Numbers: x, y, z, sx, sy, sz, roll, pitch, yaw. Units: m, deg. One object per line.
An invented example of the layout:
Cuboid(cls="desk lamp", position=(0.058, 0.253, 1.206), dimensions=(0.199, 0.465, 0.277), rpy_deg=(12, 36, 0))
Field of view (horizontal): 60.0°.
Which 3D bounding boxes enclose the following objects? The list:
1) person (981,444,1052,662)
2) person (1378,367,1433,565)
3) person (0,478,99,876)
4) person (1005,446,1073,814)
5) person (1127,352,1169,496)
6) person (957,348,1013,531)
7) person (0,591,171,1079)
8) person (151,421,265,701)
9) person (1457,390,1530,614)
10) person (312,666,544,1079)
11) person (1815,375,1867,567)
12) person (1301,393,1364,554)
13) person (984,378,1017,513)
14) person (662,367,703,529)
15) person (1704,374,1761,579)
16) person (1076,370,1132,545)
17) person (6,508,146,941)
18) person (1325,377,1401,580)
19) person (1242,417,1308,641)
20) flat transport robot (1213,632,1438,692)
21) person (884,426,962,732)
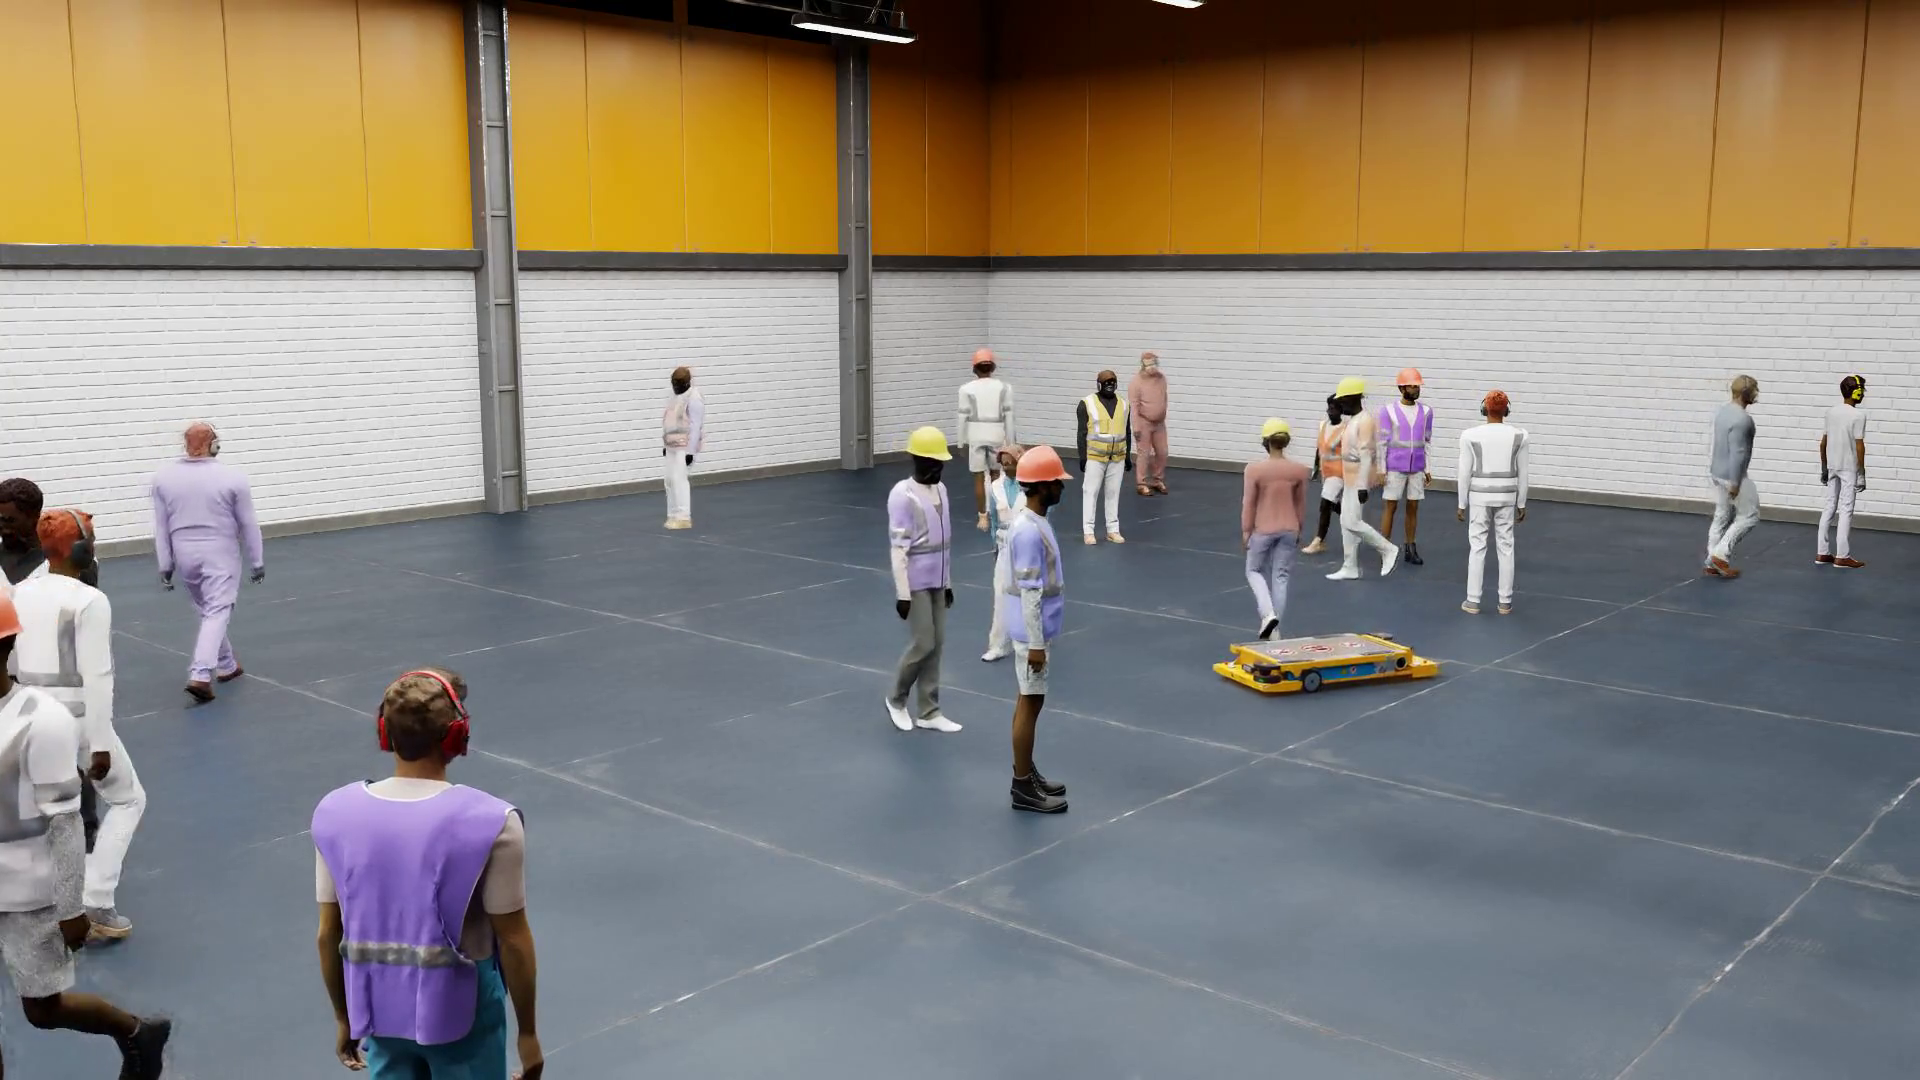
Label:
Cuboid(cls="person", position=(0.467, 0.076, 12.395), dimensions=(0.547, 1.601, 0.853), rpy_deg=(5, 10, 27))
Cuboid(cls="person", position=(4.358, -0.717, 16.269), dimensions=(0.551, 1.941, 0.342), rpy_deg=(-1, 9, -7))
Cuboid(cls="person", position=(-4.290, 0.652, 7.769), dimensions=(0.590, 1.913, 0.398), rpy_deg=(0, 9, 1))
Cuboid(cls="person", position=(0.420, 0.468, 8.835), dimensions=(0.355, 1.939, 0.552), rpy_deg=(1, 9, 3))
Cuboid(cls="person", position=(2.411, -1.479, 21.302), dimensions=(0.688, 1.864, 0.484), rpy_deg=(-6, 11, -34))
Cuboid(cls="person", position=(0.269, -1.112, 18.477), dimensions=(0.630, 2.025, 0.498), rpy_deg=(-2, 9, -10))
Cuboid(cls="person", position=(-2.941, 1.054, 5.247), dimensions=(0.548, 1.916, 0.796), rpy_deg=(3, 10, 18))
Cuboid(cls="person", position=(-5.079, 0.124, 11.248), dimensions=(0.657, 1.865, 0.980), rpy_deg=(0, 9, 1))
Cuboid(cls="person", position=(4.452, -0.313, 13.923), dimensions=(0.575, 1.882, 0.355), rpy_deg=(1, 9, 7))
Cuboid(cls="person", position=(-1.362, 1.243, 4.272), dimensions=(0.580, 1.842, 0.375), rpy_deg=(2, 9, 10))
Cuboid(cls="person", position=(8.615, -0.669, 16.198), dimensions=(0.311, 1.869, 0.534), rpy_deg=(-3, 9, -16))
Cuboid(cls="person", position=(3.869, -0.677, 16.886), dimensions=(0.742, 1.658, 0.569), rpy_deg=(-3, 9, -17))
Cuboid(cls="person", position=(0.411, -1.103, 19.679), dimensions=(0.532, 1.624, 0.435), rpy_deg=(0, 9, -1))
Cuboid(cls="person", position=(-3.110, -1.020, 18.609), dimensions=(0.433, 1.812, 0.657), rpy_deg=(-7, 11, -38))
Cuboid(cls="person", position=(7.209, -0.575, 15.462), dimensions=(0.439, 1.924, 0.637), rpy_deg=(1, 9, 5))
Cuboid(cls="person", position=(1.537, -0.872, 17.559), dimensions=(0.621, 1.845, 0.429), rpy_deg=(-3, 10, -19))
Cuboid(cls="person", position=(-3.735, 0.799, 6.982), dimensions=(0.591, 1.866, 0.464), rpy_deg=(3, 10, 19))
Cuboid(cls="person", position=(3.729, -0.558, 15.388), dimensions=(0.577, 1.899, 0.615), rpy_deg=(0, 9, -2))
Cuboid(cls="person", position=(2.421, -0.070, 12.807), dimensions=(0.525, 1.749, 0.415), rpy_deg=(-1, 9, -9))
Cuboid(cls="flat transport robot", position=(2.566, 0.847, 11.681), dimensions=(1.431, 0.197, 0.652), rpy_deg=(-4, 10, -22))
Cuboid(cls="person", position=(-0.246, 0.253, 10.271), dimensions=(0.493, 1.915, 0.598), rpy_deg=(5, 10, 28))
